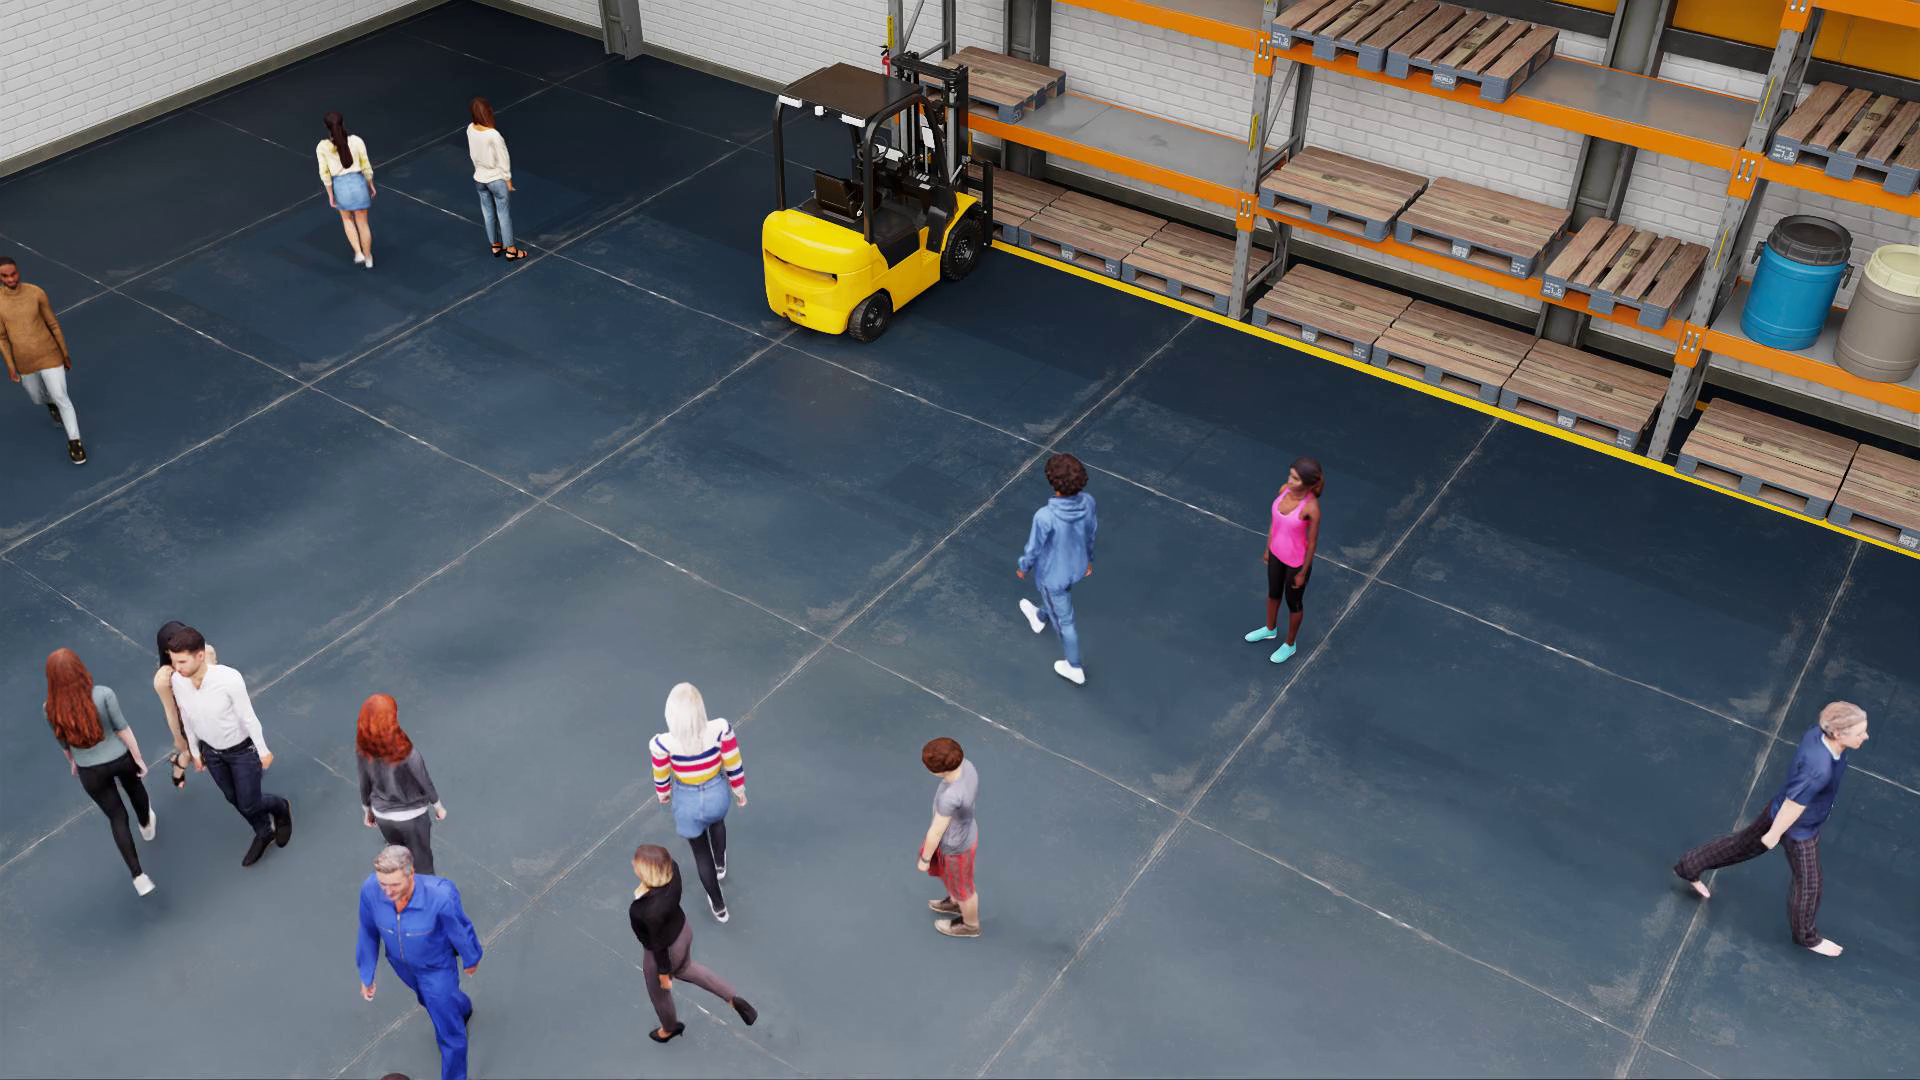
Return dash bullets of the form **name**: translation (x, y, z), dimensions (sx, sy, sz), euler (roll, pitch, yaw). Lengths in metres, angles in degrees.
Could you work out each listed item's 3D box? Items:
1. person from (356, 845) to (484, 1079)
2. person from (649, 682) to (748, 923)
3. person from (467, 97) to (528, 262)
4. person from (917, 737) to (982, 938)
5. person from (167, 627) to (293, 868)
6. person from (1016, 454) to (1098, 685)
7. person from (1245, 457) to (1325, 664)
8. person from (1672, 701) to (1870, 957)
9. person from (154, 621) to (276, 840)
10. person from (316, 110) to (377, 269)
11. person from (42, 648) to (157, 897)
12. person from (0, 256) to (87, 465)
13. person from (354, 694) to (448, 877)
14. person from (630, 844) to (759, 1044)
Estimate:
- **person**: translation (-2.893, 2.223, 9.042), dimensions (1.060, 1.795, 1.026), euler (8, 39, 9)
- **person**: translation (-1.509, 1.604, 9.824), dimensions (0.907, 1.788, 0.985), euler (-12, 40, -14)
- **person**: translation (-4.602, -3.552, 16.363), dimensions (0.463, 1.682, 0.659), euler (23, 44, 27)
- **person**: translation (0.056, 1.782, 9.725), dimensions (0.745, 1.631, 0.695), euler (8, 39, 10)
- **person**: translation (-4.447, 1.214, 10.262), dimensions (0.746, 1.849, 0.810), euler (8, 39, 10)
- **person**: translation (0.748, 0.244, 11.539), dimensions (0.945, 1.771, 1.208), euler (-24, 45, -27)
- **person**: translation (2.338, 0.118, 11.737), dimensions (0.701, 1.722, 0.604), euler (-20, 43, -24)
- **person**: translation (4.795, 1.613, 9.792), dimensions (1.261, 1.813, 0.727), euler (21, 43, 24)
- **person**: translation (-4.786, 1.150, 10.443), dimensions (1.251, 1.724, 0.723), euler (17, 42, 21)
- **person**: translation (-5.915, -3.363, 16.176), dimensions (0.757, 1.622, 0.786), euler (-15, 41, -18)
- **person**: translation (-5.172, 1.439, 10.094), dimensions (0.944, 1.708, 1.199), euler (-17, 42, -20)
- **person**: translation (-7.649, -1.542, 13.755), dimensions (0.989, 1.797, 1.187), euler (-17, 42, -20)
- **person**: translation (-3.301, 1.692, 9.738), dimensions (0.658, 1.757, 0.730), euler (12, 40, 14)
- **person**: translation (-1.505, 2.251, 9.123), dimensions (0.972, 1.650, 0.818), euler (5, 39, 6)
